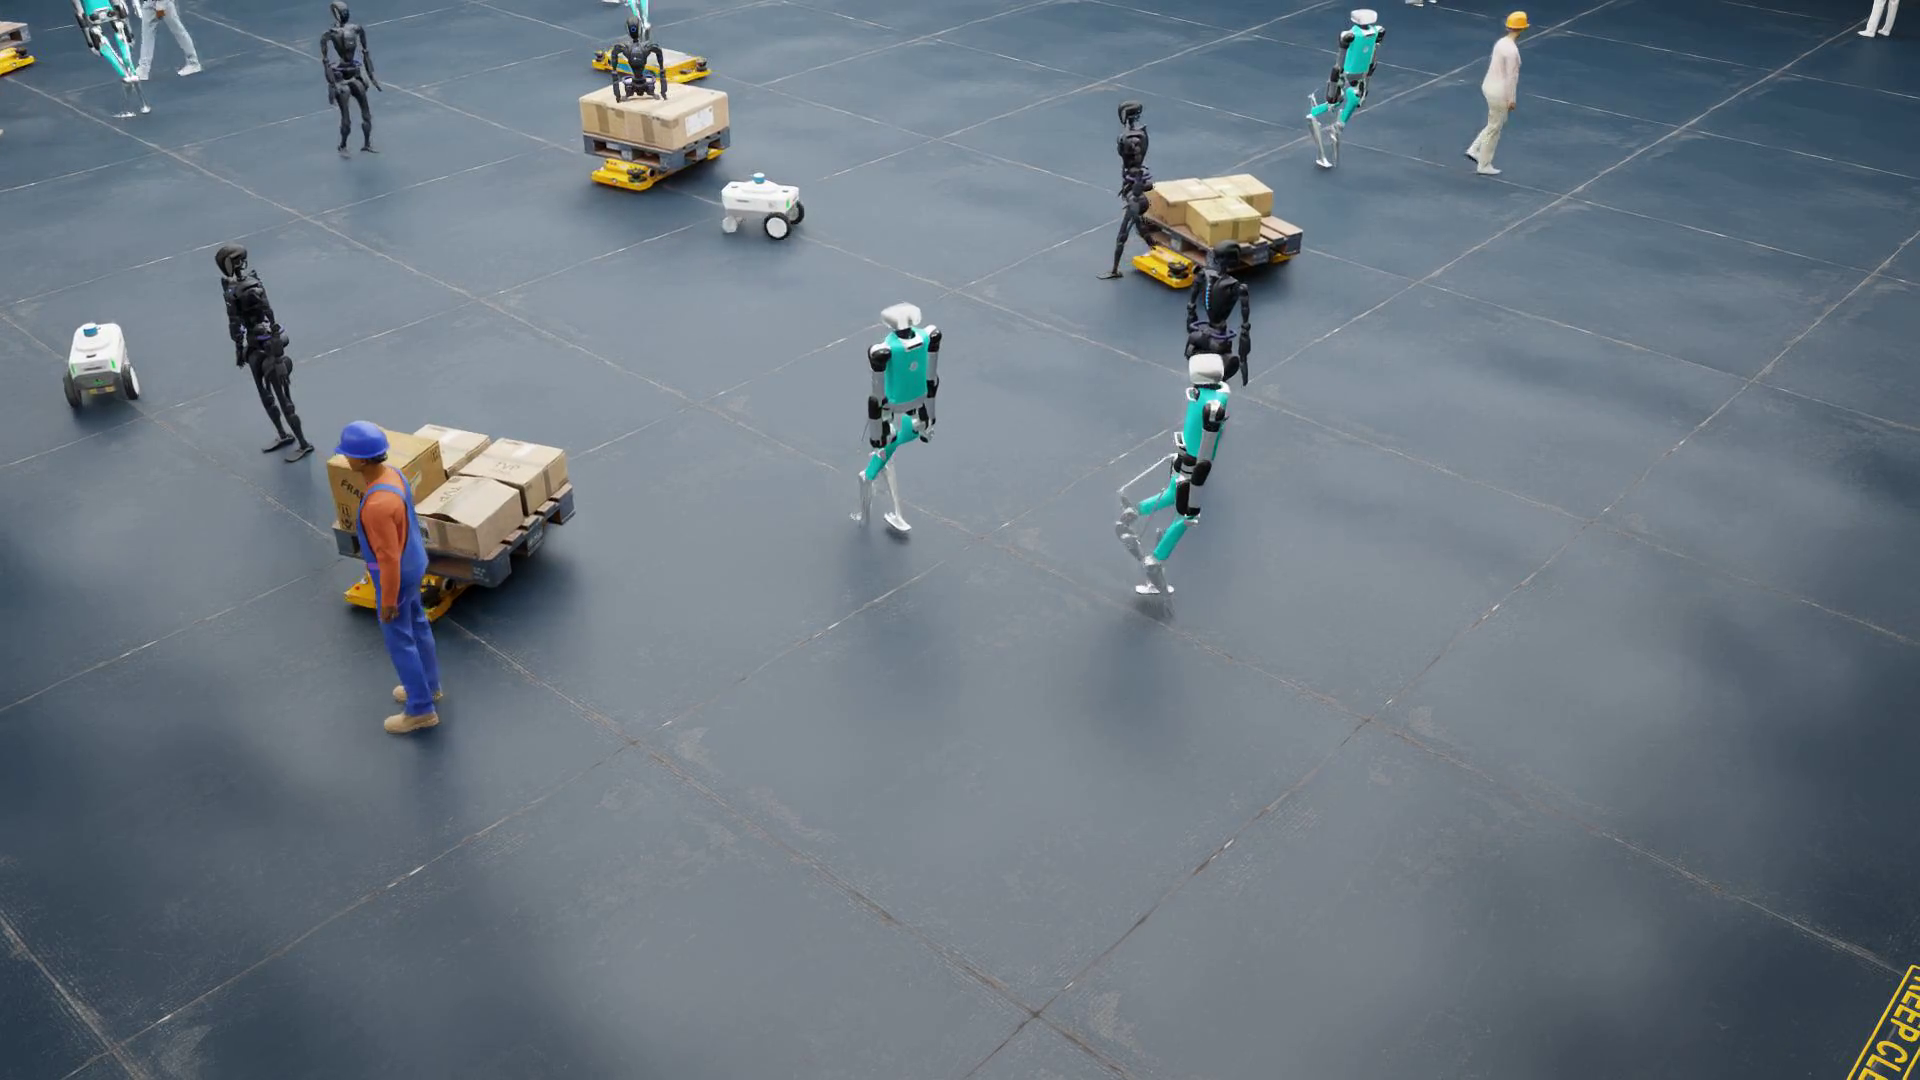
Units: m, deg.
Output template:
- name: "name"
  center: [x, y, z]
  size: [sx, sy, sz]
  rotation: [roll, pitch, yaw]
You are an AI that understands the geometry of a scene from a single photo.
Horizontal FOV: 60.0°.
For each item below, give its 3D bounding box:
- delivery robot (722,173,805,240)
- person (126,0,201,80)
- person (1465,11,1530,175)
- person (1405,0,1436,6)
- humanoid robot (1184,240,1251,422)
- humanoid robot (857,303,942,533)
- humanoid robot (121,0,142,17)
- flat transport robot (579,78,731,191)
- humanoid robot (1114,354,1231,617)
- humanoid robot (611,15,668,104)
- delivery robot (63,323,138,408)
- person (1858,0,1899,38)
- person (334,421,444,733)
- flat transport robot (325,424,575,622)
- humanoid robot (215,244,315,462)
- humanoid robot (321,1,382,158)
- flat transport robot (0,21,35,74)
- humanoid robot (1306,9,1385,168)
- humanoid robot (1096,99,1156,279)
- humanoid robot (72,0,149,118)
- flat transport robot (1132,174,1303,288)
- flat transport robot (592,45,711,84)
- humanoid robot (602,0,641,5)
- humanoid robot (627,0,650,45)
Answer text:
- name: "delivery robot"
  center: [-1.912, -3.244, 16.114]
  size: [0.801, 0.602, 0.499]
  rotation: [7, 33, 11]
- name: "person"
  center: [-9.806, -6.502, 20.103]
  size: [0.620, 1.868, 0.968]
  rotation: [21, 37, 29]
- name: "person"
  center: [5.610, -4.627, 17.256]
  size: [0.383, 1.685, 0.477]
  rotation: [-1, 32, -1]
- name: "person"
  center: [6.553, -8.433, 23.290]
  size: [0.546, 1.796, 0.412]
  rotation: [-21, 38, -30]
- name: "humanoid robot"
  center: [1.902, -1.421, 12.129]
  size: [0.717, 1.629, 0.611]
  rotation: [-26, 40, -35]
- name: "humanoid robot"
  center: [-0.493, -0.752, 11.072]
  size: [0.545, 1.895, 0.753]
  rotation: [-23, 38, -32]
- name: "humanoid robot"
  center: [-11.526, -7.996, 22.679]
  size: [0.563, 1.820, 0.764]
  rotation: [-20, 37, -29]
- name: "flat transport robot"
  center: [-3.213, -4.057, 17.687]
  size: [0.659, 0.231, 1.431]
  rotation: [17, 36, 26]
- name: "humanoid robot"
  center: [1.232, -0.274, 10.292]
  size: [0.743, 1.879, 0.547]
  rotation: [0, 32, 0]
- name: "humanoid robot"
  center: [-3.288, -4.580, 17.182]
  size: [0.599, 1.657, 0.315]
  rotation: [-6, 32, -10]
- name: "delivery robot"
  center: [-6.810, -1.403, 13.154]
  size: [0.499, 0.608, 0.786]
  rotation: [-11, 33, -17]
- name: "person"
  center: [12.236, -7.438, 21.830]
  size: [0.523, 1.639, 0.306]
  rotation: [-6, 32, -10]
- name: "person"
  center: [-3.158, 0.198, 9.292]
  size: [0.365, 1.904, 0.555]
  rotation: [-2, 32, -4]
- name: "flat transport robot"
  center: [-3.338, 0.049, 11.075]
  size: [0.659, 0.231, 1.431]
  rotation: [11, 33, 17]
- name: "humanoid robot"
  center: [-5.039, -1.362, 12.012]
  size: [0.611, 1.651, 0.320]
  rotation: [21, 38, 30]
- name: "humanoid robot"
  center: [-6.529, -4.921, 17.750]
  size: [0.388, 1.648, 0.601]
  rotation: [24, 39, 33]
- name: "flat transport robot"
  center: [-12.485, -6.077, 20.939]
  size: [1.431, 0.231, 0.659]
  rotation: [10, 33, 15]
- name: "humanoid robot"
  center: [3.925, -4.624, 17.345]
  size: [0.530, 1.893, 0.807]
  rotation: [-16, 35, -24]
- name: "humanoid robot"
  center: [1.607, -3.148, 14.927]
  size: [0.730, 1.632, 0.609]
  rotation: [-3, 32, -6]
- name: "humanoid robot"
  center: [-9.615, -5.644, 18.880]
  size: [0.557, 1.794, 0.737]
  rotation: [-22, 38, -31]
- name: "flat transport robot"
  center: [2.368, -2.669, 15.453]
  size: [1.431, 0.231, 0.659]
  rotation: [-18, 36, -27]
- name: "flat transport robot"
  center: [-3.843, -5.918, 20.684]
  size: [1.431, 0.231, 0.659]
  rotation: [21, 38, 30]
- name: "humanoid robot"
  center: [-4.901, -8.276, 23.096]
  size: [0.832, 1.766, 0.537]
  rotation: [11, 33, 17]
- name: "humanoid robot"
  center: [-4.070, -6.956, 20.982]
  size: [0.532, 1.787, 0.815]
  rotation: [-13, 34, -20]
